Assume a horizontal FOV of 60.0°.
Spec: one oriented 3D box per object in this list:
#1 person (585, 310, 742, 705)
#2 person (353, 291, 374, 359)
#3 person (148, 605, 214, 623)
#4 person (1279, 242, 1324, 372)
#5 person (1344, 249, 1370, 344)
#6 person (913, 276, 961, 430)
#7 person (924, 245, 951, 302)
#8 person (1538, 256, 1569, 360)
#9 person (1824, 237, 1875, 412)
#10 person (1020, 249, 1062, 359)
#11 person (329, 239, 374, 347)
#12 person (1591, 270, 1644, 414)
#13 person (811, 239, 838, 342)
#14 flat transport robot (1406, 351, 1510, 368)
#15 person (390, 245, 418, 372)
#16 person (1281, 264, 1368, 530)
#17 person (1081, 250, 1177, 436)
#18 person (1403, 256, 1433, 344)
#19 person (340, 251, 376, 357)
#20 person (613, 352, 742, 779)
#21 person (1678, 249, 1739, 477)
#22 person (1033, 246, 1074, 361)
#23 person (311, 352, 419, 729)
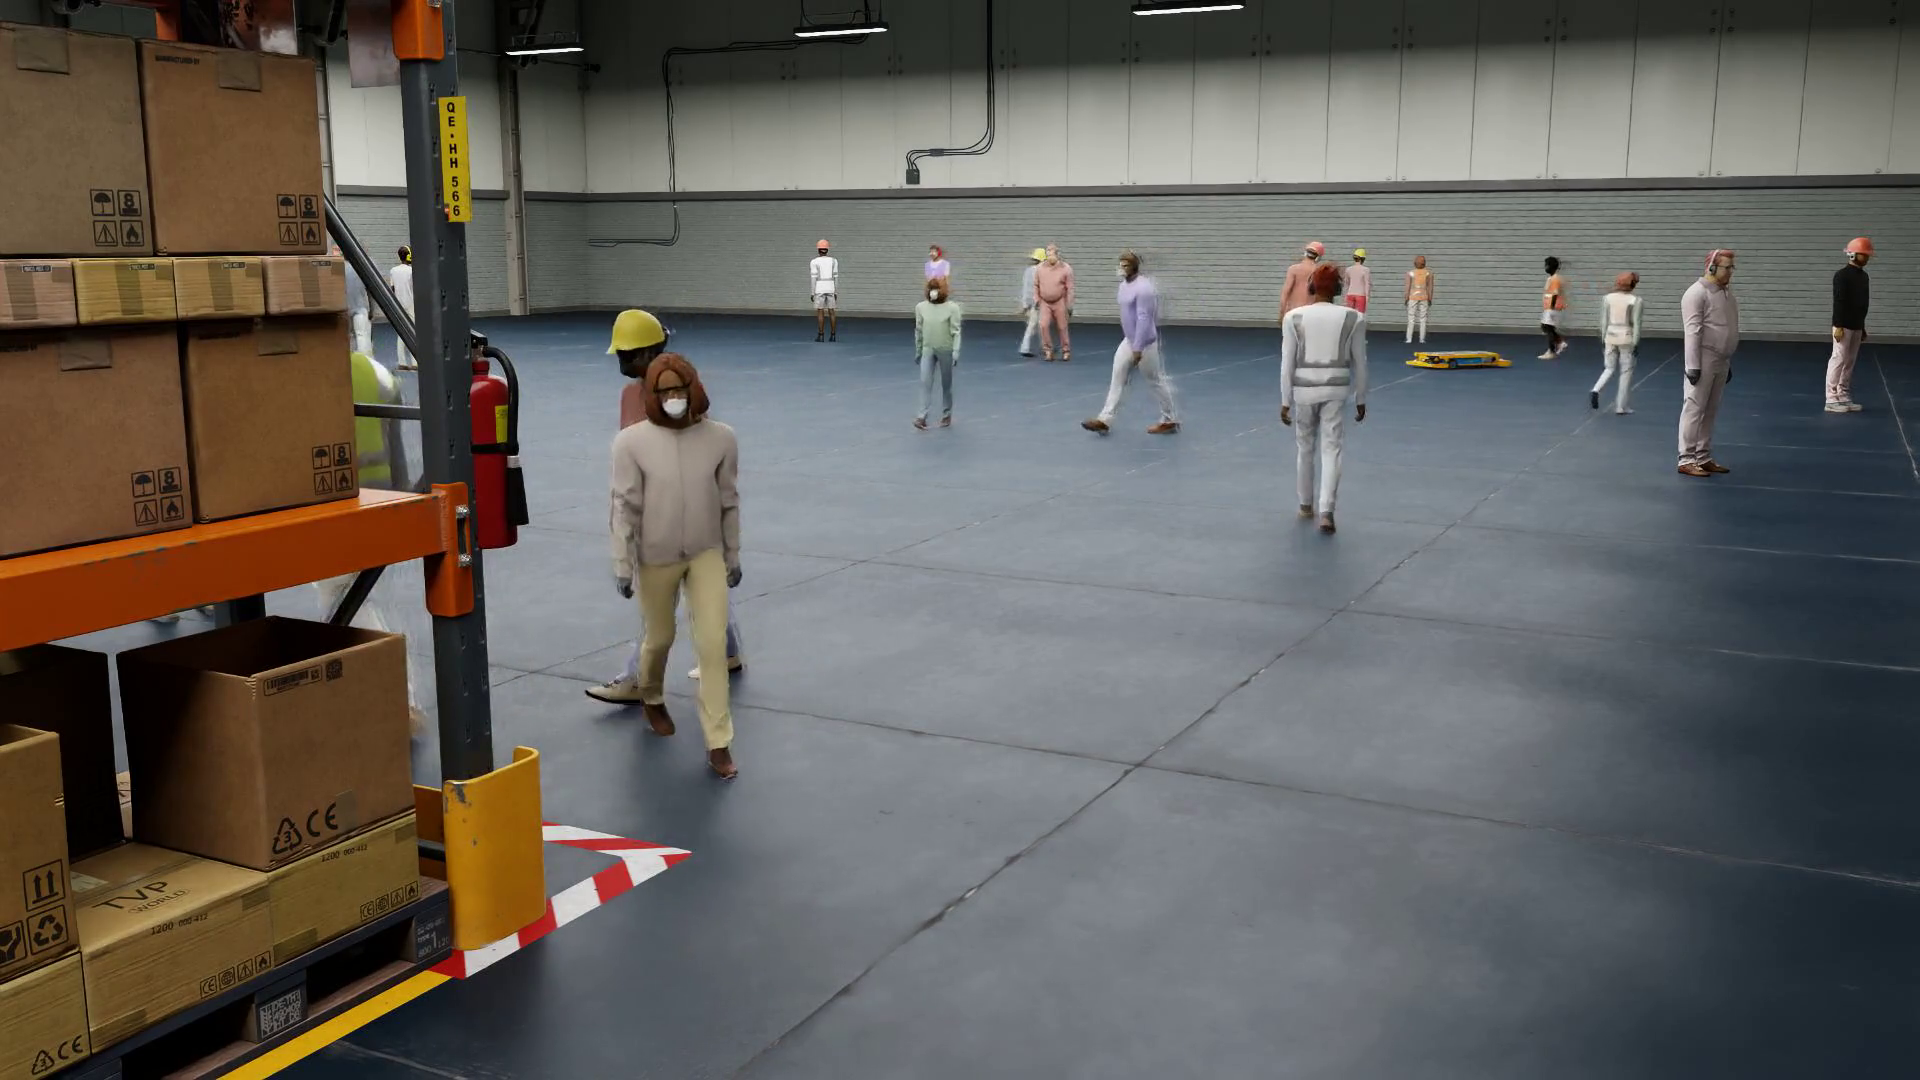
[{"bbox_3d":[-1.307,-0.150,7.299,0.921,1.702,0.563,-9,13,-39],"label":"person"},{"bbox_3d":[-9.178,-3.542,25.425,0.592,1.833,0.404,4,11,23],"label":"person"},{"bbox_3d":[-4.157,-0.489,8.744,0.345,1.846,0.508,9,14,41],"label":"person"},{"bbox_3d":[4.652,-3.062,22.557,0.676,1.927,0.849,1,10,4],"label":"person"},{"bbox_3d":[7.444,-4.560,31.156,0.526,1.769,0.328,10,14,43],"label":"person"},{"bbox_3d":[-0.252,-1.934,17.295,0.524,1.583,0.839,3,11,16],"label":"person"},{"bbox_3d":[-0.447,-4.845,32.537,0.599,1.829,0.440,7,12,33],"label":"person"},{"bbox_3d":[9.676,-3.776,27.104,0.401,1.677,0.539,3,11,14],"label":"person"},{"bbox_3d":[10.242,-2.471,19.141,0.611,1.996,0.375,-7,13,-35],"label":"person"},{"bbox_3d":[1.341,-3.888,27.431,0.905,1.786,0.603,-5,11,-24],"label":"person"},{"bbox_3d":[-10.486,-4.199,28.442,0.684,2.000,0.959,3,11,15],"label":"person"},{"bbox_3d":[7.418,-2.216,18.744,0.509,1.631,0.520,-8,13,-36],"label":"person"},{"bbox_3d":[-2.588,-4.732,31.626,0.542,1.939,0.366,-4,11,-23],"label":"person"},{"bbox_3d":[7.638,-2.772,25.489,1.431,0.197,0.652,-4,11,-19],"label":"flat transport robot"},{"bbox_3d":[-8.226,-3.438,24.759,0.530,1.869,0.311,4,11,22],"label":"person"},{"bbox_3d":[2.535,-1.003,11.611,0.596,1.834,1.012,2,11,12],"label":"person"},{"bbox_3d":[1.757,-1.972,16.763,1.063,1.872,0.640,-4,11,-21],"label":"person"},{"bbox_3d":[8.574,-4.479,31.088,0.547,1.634,0.314,1,10,3],"label":"person"},{"bbox_3d":[-8.818,-3.344,24.185,0.649,1.898,1.014,-5,12,-26],"label":"person"},{"bbox_3d":[-1.098,0.061,6.442,0.507,1.592,0.816,-4,11,-22],"label":"person"},{"bbox_3d":[6.350,-1.496,14.071,0.643,1.908,0.411,-9,14,-40],"label":"person"},{"bbox_3d":[1.497,-3.788,26.712,0.664,1.854,0.705,3,11,16],"label":"person"},{"bbox_3d":[-2.565,-0.100,6.793,0.986,1.792,0.641,7,12,32],"label":"person"}]
